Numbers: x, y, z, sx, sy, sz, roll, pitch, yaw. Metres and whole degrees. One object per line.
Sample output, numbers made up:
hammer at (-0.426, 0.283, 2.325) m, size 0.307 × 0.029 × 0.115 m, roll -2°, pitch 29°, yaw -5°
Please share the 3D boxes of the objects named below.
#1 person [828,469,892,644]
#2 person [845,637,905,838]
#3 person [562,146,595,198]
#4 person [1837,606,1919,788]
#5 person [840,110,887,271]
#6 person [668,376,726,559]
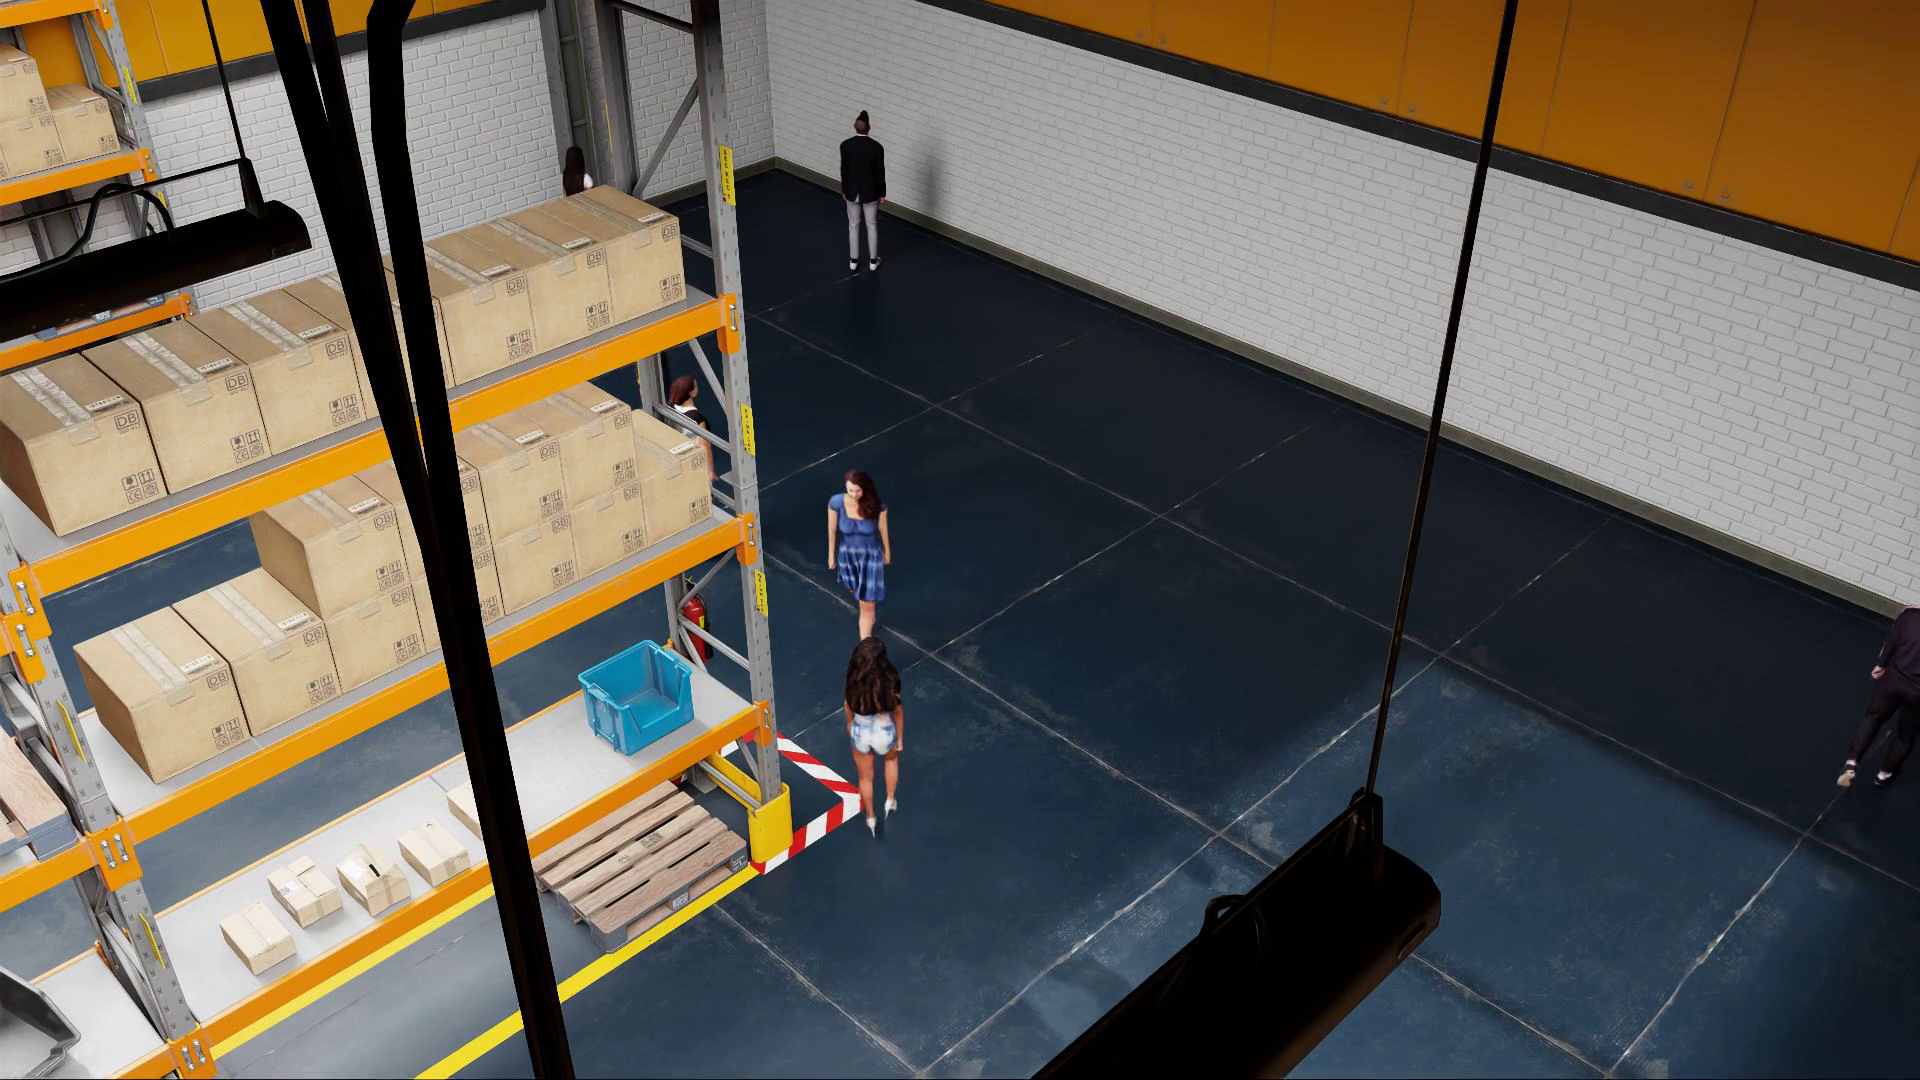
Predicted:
person at (-0.798, 0.162, 13.365) m, size 1.068 × 1.769 × 1.217 m, roll 3°, pitch 34°, yaw 5°
person at (-0.605, 1.432, 11.600) m, size 0.717 × 1.607 × 0.777 m, roll -2°, pitch 34°, yaw -3°
person at (-4.323, -3.662, 19.113) m, size 0.658 × 1.775 × 0.624 m, roll 15°, pitch 36°, yaw 21°
person at (6.753, 1.098, 11.909) m, size 0.977 × 1.822 × 0.724 m, roll -25°, pitch 41°, yaw -32°
person at (-1.155, -4.144, 19.679) m, size 0.781 × 1.951 × 0.821 m, roll 3°, pitch 34°, yaw 4°
person at (-2.318, -0.626, 14.527) m, size 0.610 × 1.795 × 0.527 m, roll 23°, pitch 40°, yaw 30°
